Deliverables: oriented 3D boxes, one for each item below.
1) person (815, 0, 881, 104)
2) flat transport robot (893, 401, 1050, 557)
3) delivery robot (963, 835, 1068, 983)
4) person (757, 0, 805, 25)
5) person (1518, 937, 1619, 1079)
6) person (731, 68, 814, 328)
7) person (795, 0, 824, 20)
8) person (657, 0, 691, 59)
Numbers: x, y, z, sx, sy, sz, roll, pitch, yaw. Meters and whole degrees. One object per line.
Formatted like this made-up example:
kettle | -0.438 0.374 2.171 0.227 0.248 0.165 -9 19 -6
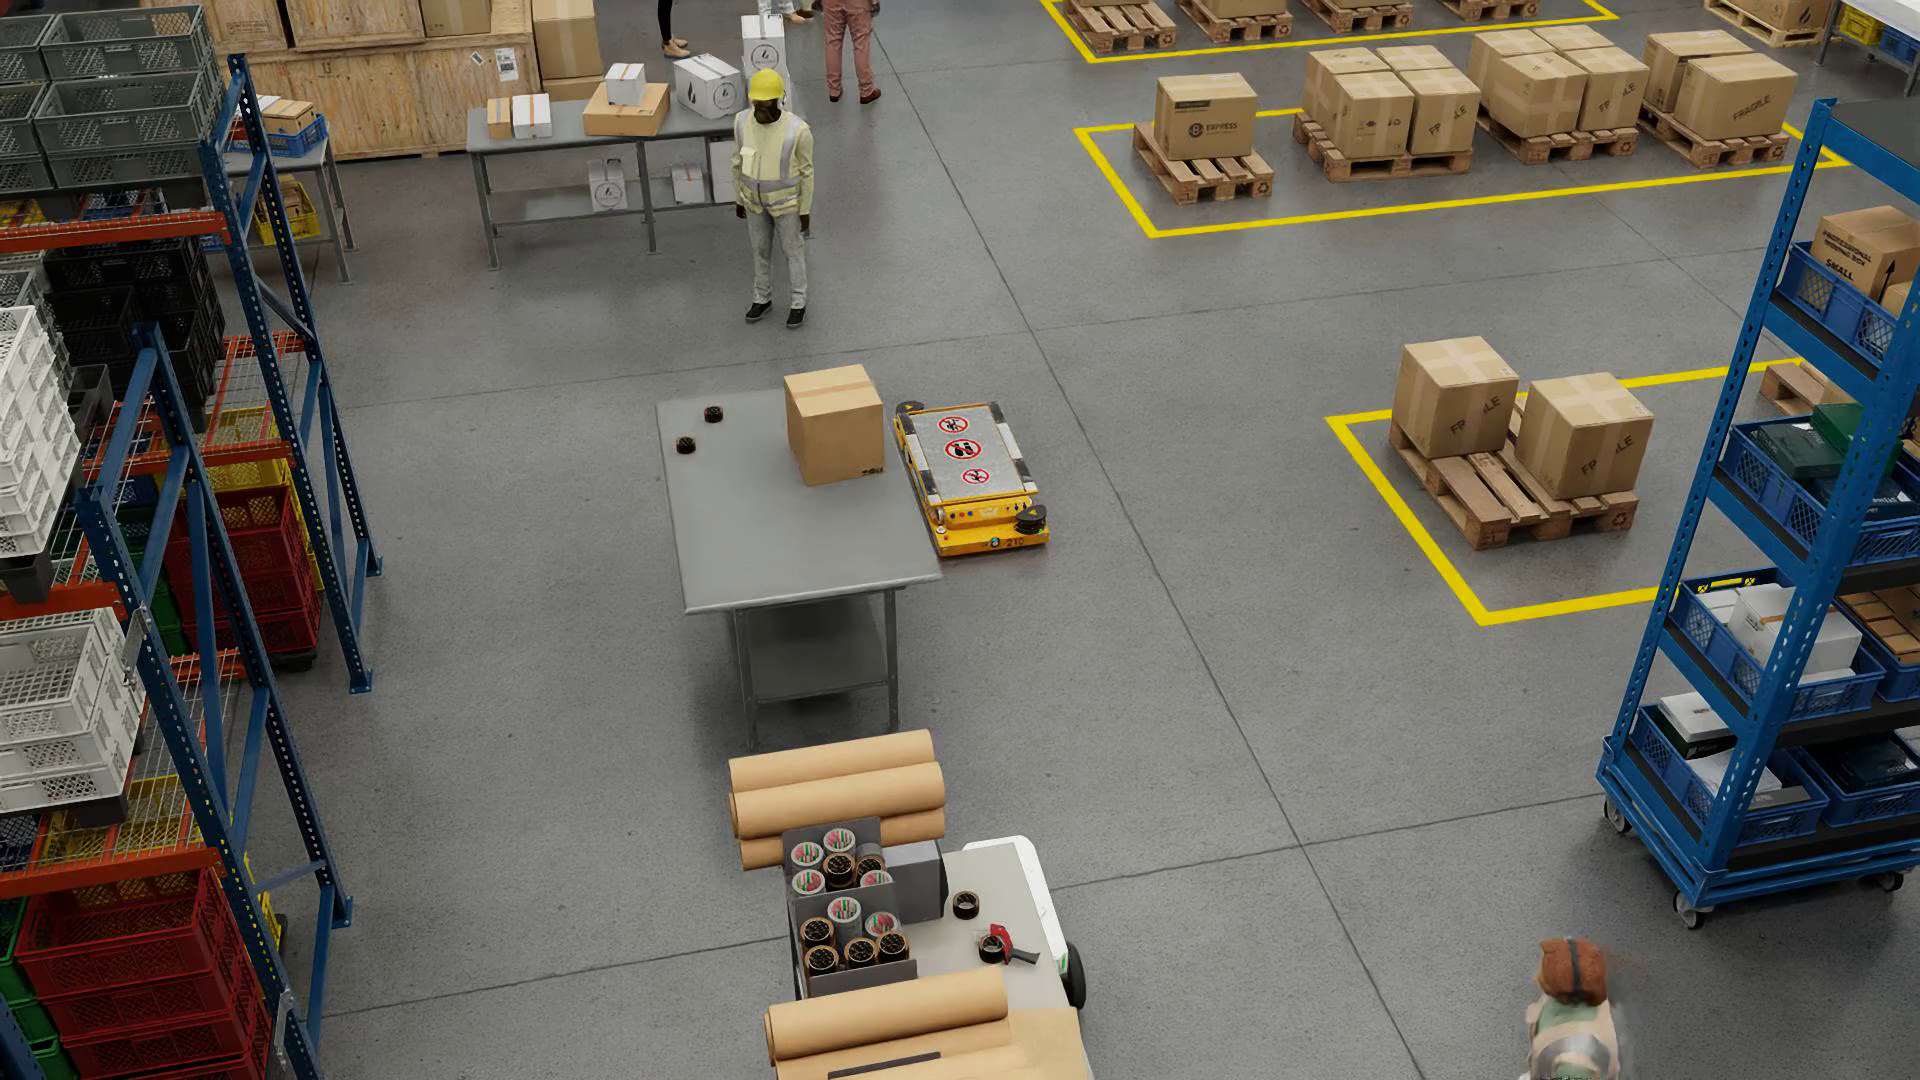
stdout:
person | -0.994 -4.795 14.615 0.639 1.908 0.409 8 37 11
flat transport robot | 0.046 -0.430 10.108 0.652 0.197 1.431 -8 37 -10
delivery robot | 0.219 1.590 7.081 0.477 0.478 0.707 -7 37 -9
person | -1.780 -5.872 16.128 0.431 1.835 0.623 24 43 29
person | 2.196 1.975 5.788 0.836 1.589 0.523 7 37 9
person | -1.282 -2.322 11.349 0.589 1.837 0.404 11 38 15
person | -1.551 -6.096 16.399 0.310 1.863 0.533 25 43 29
person | -2.763 -5.402 15.608 0.322 1.692 0.530 -6 37 -8
